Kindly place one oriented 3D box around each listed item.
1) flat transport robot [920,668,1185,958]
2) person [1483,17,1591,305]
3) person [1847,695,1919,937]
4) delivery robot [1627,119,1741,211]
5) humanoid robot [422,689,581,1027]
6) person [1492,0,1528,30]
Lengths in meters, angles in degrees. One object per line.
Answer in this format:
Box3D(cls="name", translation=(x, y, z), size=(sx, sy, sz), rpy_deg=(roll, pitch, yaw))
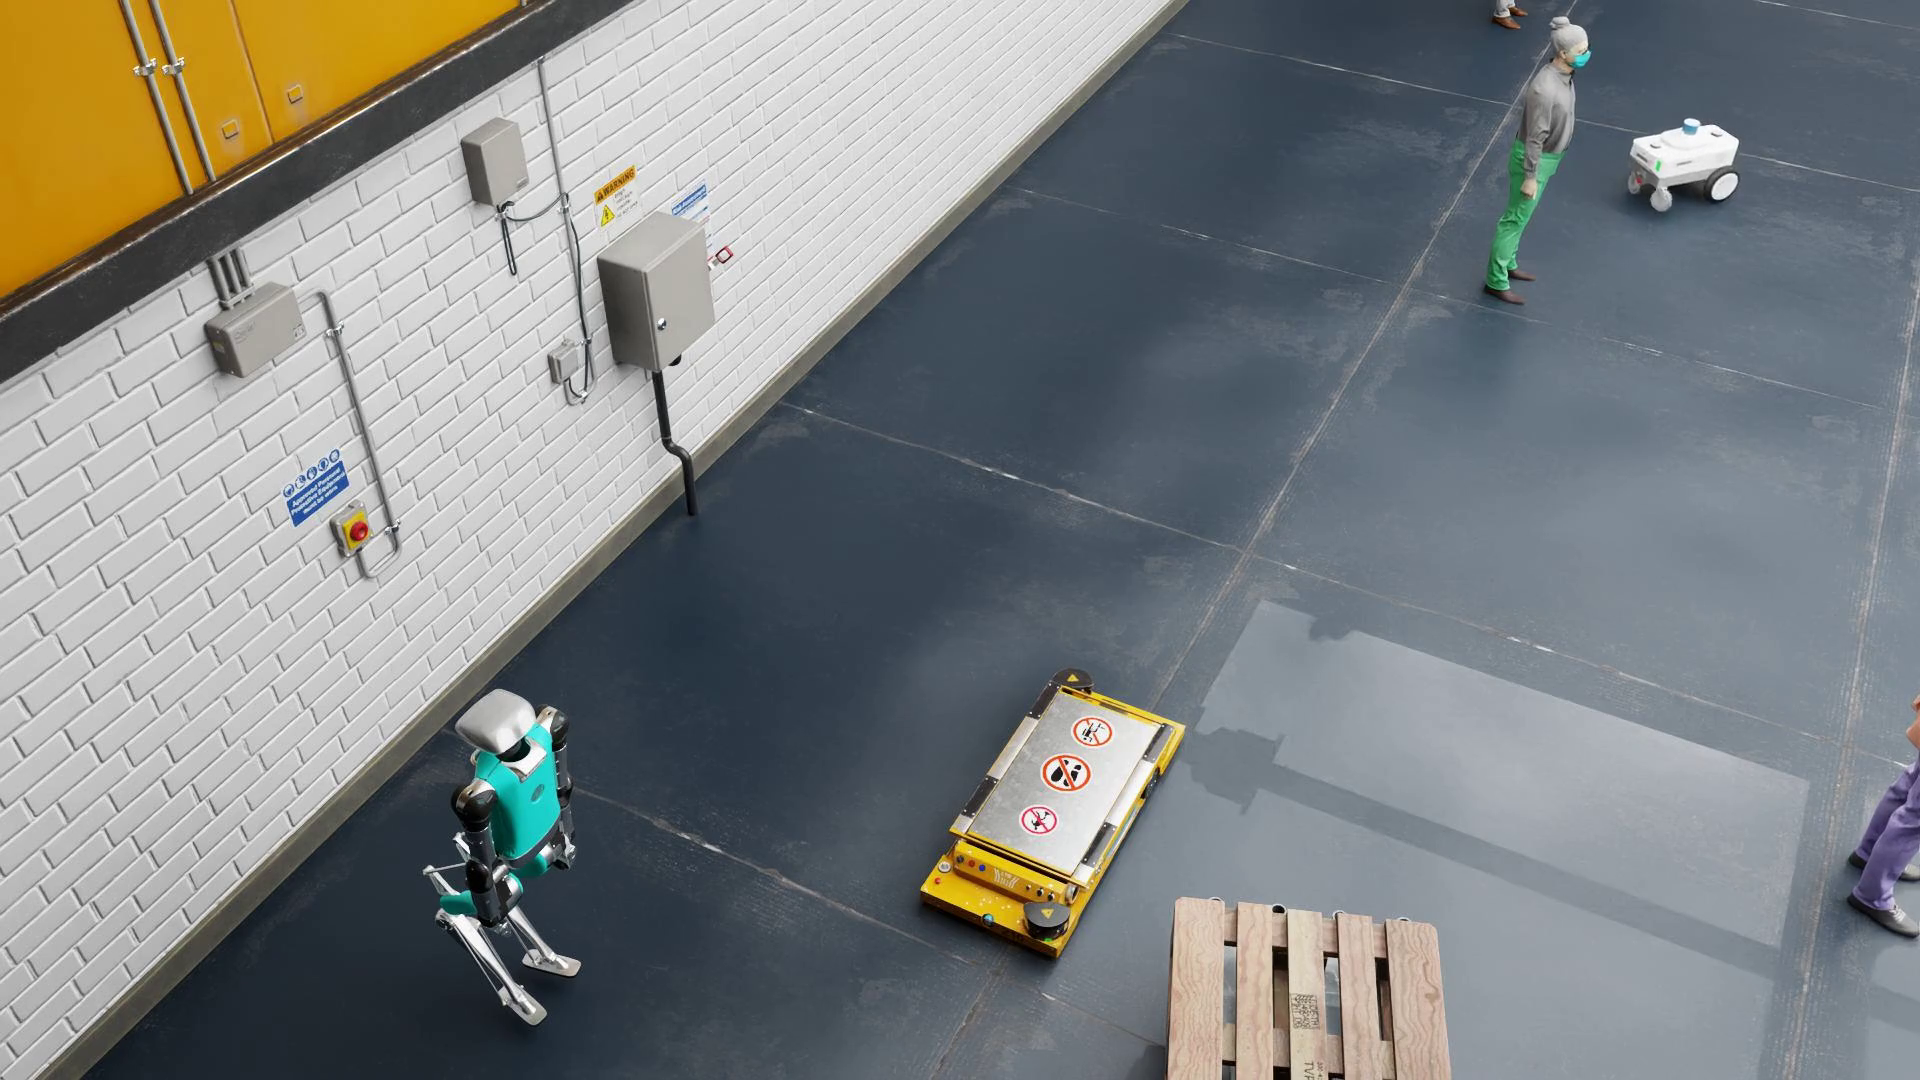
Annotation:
Box3D(cls="flat transport robot", translation=(0.447, 1.178, 7.472), size=(0.659, 0.231, 1.431), rpy_deg=(19, 44, 21))
Box3D(cls="person", translation=(3.608, -2.369, 10.386), size=(0.339, 1.836, 0.512), rpy_deg=(19, 44, 21))
Box3D(cls="person", translation=(3.998, 0.822, 6.677), size=(0.388, 1.847, 0.564), rpy_deg=(19, 44, 21))
Box3D(cls="delivery robot", translation=(5.108, -2.667, 11.717), size=(0.774, 0.602, 0.524), rpy_deg=(-13, 42, -15))
Box3D(cls="humanoid robot", translation=(-1.786, 1.151, 6.277), size=(0.735, 1.677, 0.533), rpy_deg=(19, 44, 21))
Box3D(cls="person", translation=(4.653, -5.057, 13.643), size=(0.328, 1.647, 0.459), rpy_deg=(19, 44, 21))
